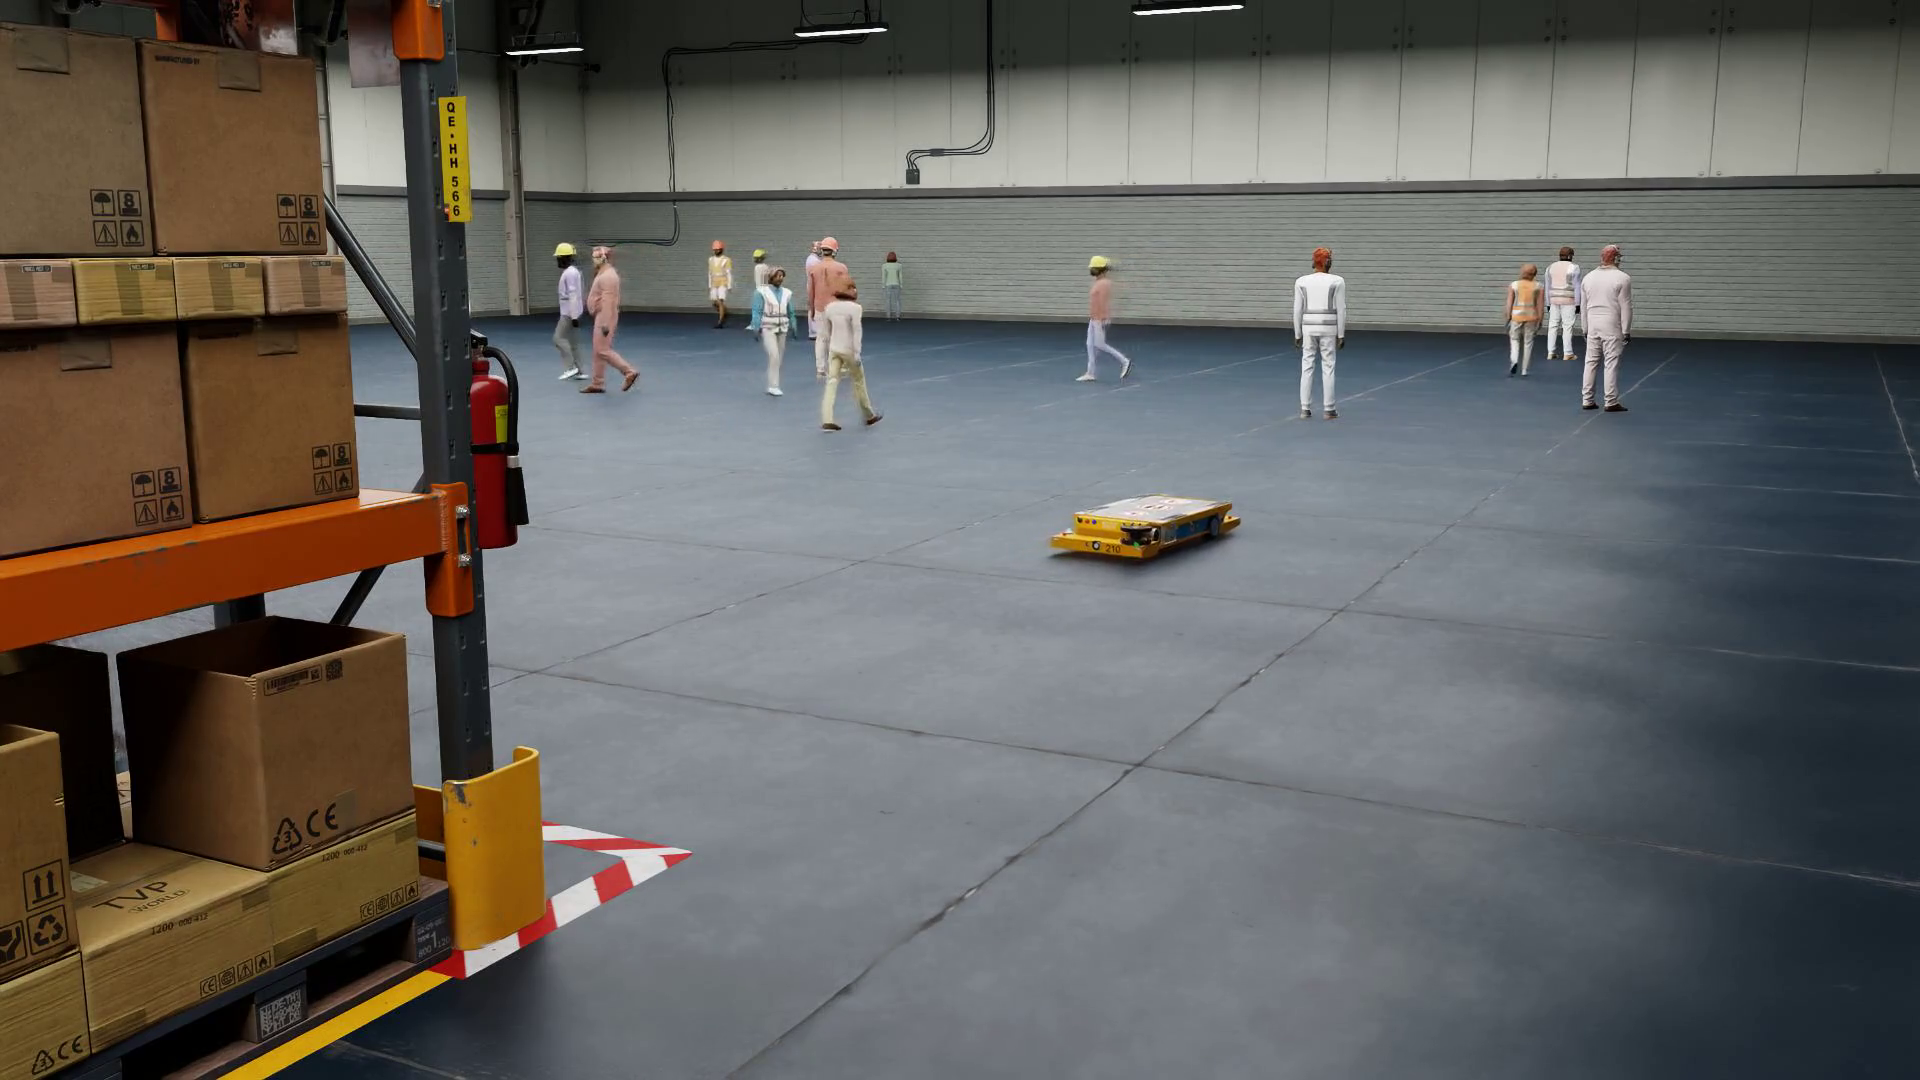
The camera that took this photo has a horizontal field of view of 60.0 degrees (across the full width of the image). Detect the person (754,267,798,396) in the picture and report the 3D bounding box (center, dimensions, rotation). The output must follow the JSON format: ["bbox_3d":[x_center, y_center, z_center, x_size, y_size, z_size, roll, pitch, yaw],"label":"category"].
[{"bbox_3d":[-2.276,-2.613,20.928,0.551,1.609,0.656,-8,13,-37],"label":"person"}]

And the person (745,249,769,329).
[{"bbox_3d":[-4.182,-5.365,35.687,0.897,1.726,0.531,4,11,22],"label":"person"}]

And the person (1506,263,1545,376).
[{"bbox_3d":[8.137,-3.166,23.937,0.538,1.625,0.373,4,11,23],"label":"person"}]

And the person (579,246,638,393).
[{"bbox_3d":[-4.540,-2.812,21.285,0.695,1.891,0.666,-2,11,-12],"label":"person"}]

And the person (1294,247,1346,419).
[{"bbox_3d":[3.980,-2.281,18.403,0.573,1.886,0.353,5,11,25],"label":"person"}]

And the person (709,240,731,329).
[{"bbox_3d":[-5.199,-5.555,36.137,0.554,1.924,0.542,4,11,23],"label":"person"}]

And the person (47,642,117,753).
[{"bbox_3d":[-3.564,0.035,5.966,0.525,1.825,0.943,6,12,30],"label":"person"}]

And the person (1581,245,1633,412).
[{"bbox_3d":[7.472,-2.437,19.187,0.407,1.913,0.641,-7,12,-33],"label":"person"}]

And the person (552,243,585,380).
[{"bbox_3d":[-5.504,-3.182,23.258,0.516,1.909,0.596,-1,10,-6],"label":"person"}]

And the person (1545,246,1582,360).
[{"bbox_3d":[9.828,-3.847,27.067,0.429,1.844,0.627,-9,14,-40],"label":"person"}]

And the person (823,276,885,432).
[{"bbox_3d":[-1.150,-1.935,17.291,0.523,1.584,0.856,7,13,35],"label":"person"}]

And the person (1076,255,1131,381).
[{"bbox_3d":[1.997,-3.074,23.115,0.678,1.748,0.528,-2,11,-9],"label":"person"}]

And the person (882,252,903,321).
[{"bbox_3d":[-1.606,-6.027,39.520,0.497,1.635,0.286,-1,10,-7],"label":"person"}]

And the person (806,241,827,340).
[{"bbox_3d":[-2.767,-4.812,32.169,0.406,1.902,0.639,-2,11,-12],"label":"person"}]

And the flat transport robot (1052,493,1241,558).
[{"bbox_3d":[1.256,-0.113,10.992,0.652,0.197,1.431,7,12,34],"label":"flat transport robot"}]

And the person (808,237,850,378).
[{"bbox_3d":[-1.843,-3.283,23.577,0.623,1.989,0.401,3,11,17],"label":"person"}]
